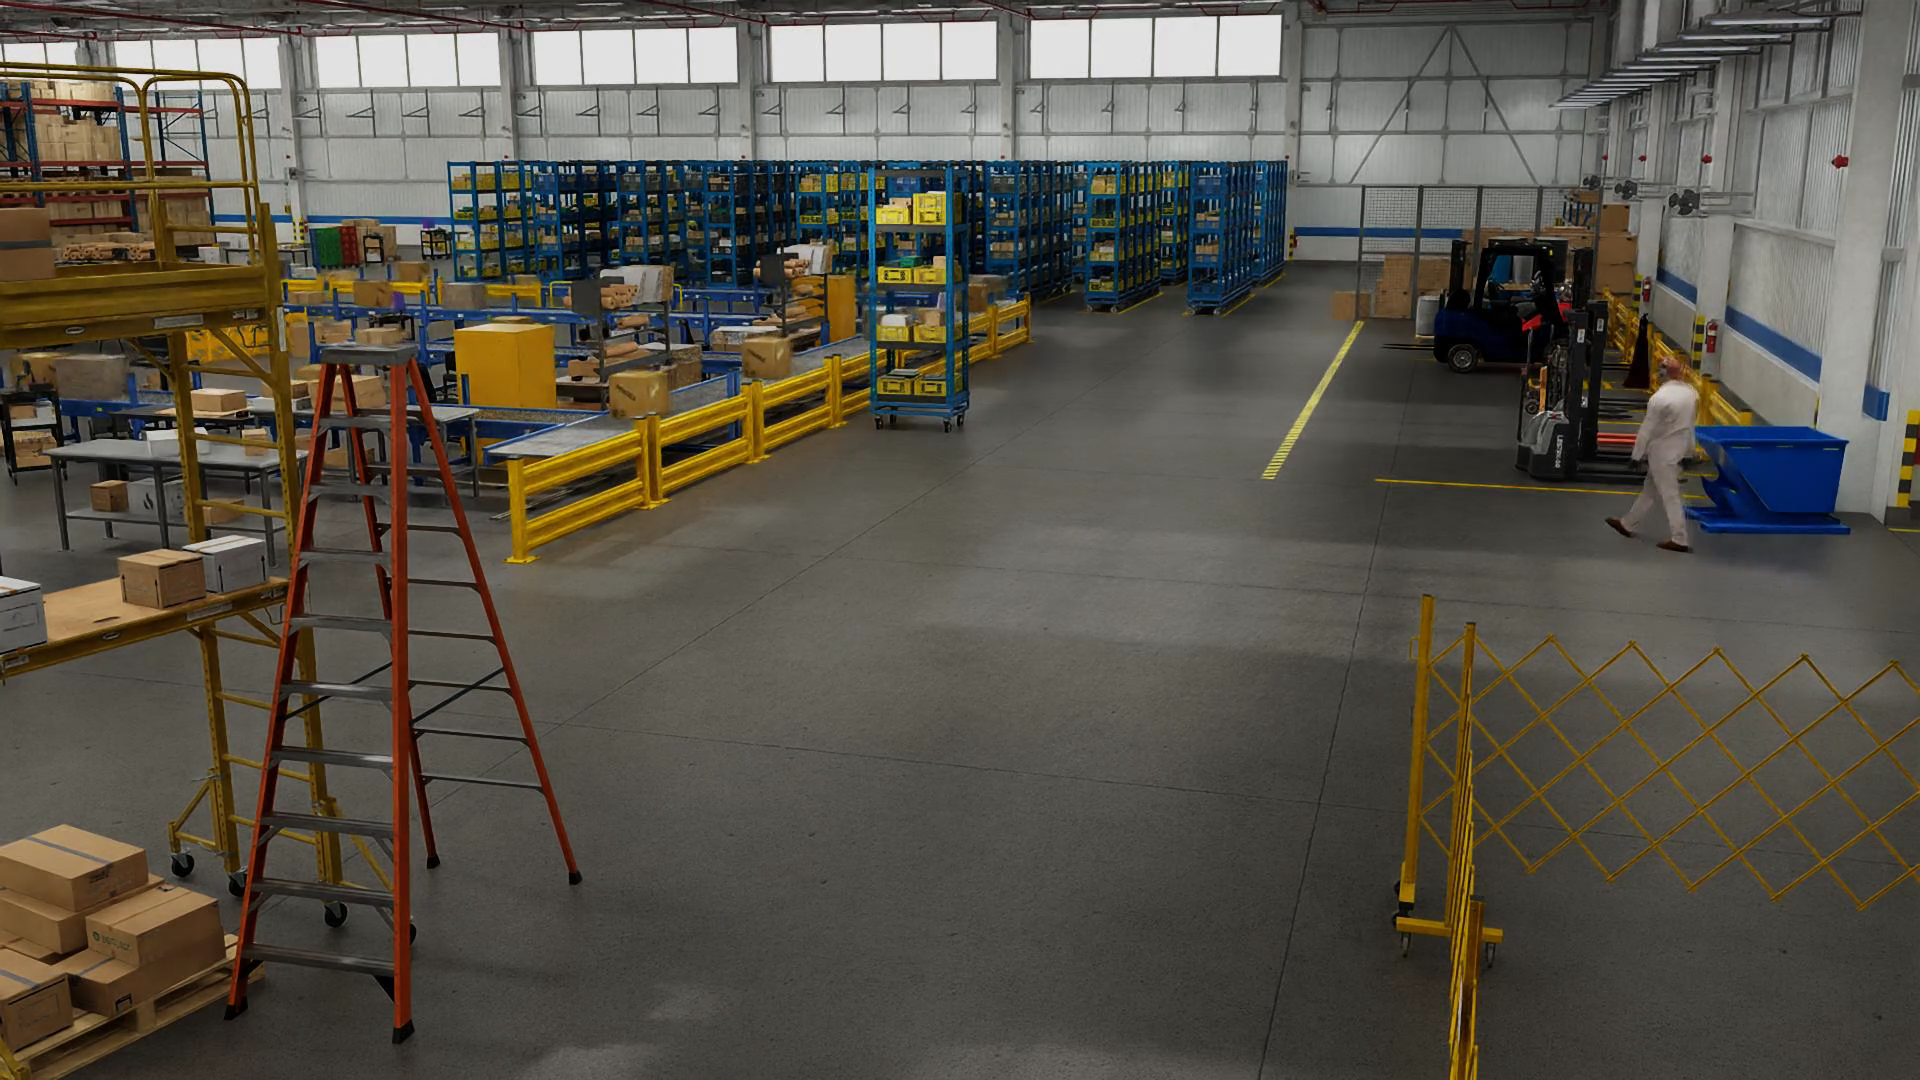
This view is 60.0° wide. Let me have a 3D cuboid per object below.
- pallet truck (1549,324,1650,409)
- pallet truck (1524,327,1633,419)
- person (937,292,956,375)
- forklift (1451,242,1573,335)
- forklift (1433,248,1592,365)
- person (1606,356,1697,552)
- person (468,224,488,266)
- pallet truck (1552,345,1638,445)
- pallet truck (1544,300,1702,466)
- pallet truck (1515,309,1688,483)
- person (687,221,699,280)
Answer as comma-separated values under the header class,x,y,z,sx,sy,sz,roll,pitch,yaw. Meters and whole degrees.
class,x,y,z,sx,sy,sz,roll,pitch,yaw
pallet truck,9.824,-2.669,25.407,1.601,1.201,0.680,4,14,16
pallet truck,9.065,-2.460,24.370,1.522,1.261,0.704,3,13,14
person,-0.261,-3.532,27.359,0.392,2.041,0.615,0,13,-2
forklift,10.464,-4.597,31.405,2.680,1.987,1.157,4,14,16
forklift,9.780,-4.111,29.280,2.680,1.987,1.157,3,13,14
person,6.764,-0.857,16.195,0.676,1.852,0.976,-10,17,-38
person,-13.937,-8.268,48.049,0.621,1.934,0.631,8,15,31
pallet truck,8.641,-1.896,21.908,1.630,1.274,0.653,4,14,16
pallet truck,8.263,-1.952,20.631,1.885,1.965,0.823,5,14,20
pallet truck,7.554,-1.677,19.446,1.885,1.965,0.823,3,13,14
person,-8.160,-8.855,50.826,0.403,1.824,0.602,-5,14,-21
